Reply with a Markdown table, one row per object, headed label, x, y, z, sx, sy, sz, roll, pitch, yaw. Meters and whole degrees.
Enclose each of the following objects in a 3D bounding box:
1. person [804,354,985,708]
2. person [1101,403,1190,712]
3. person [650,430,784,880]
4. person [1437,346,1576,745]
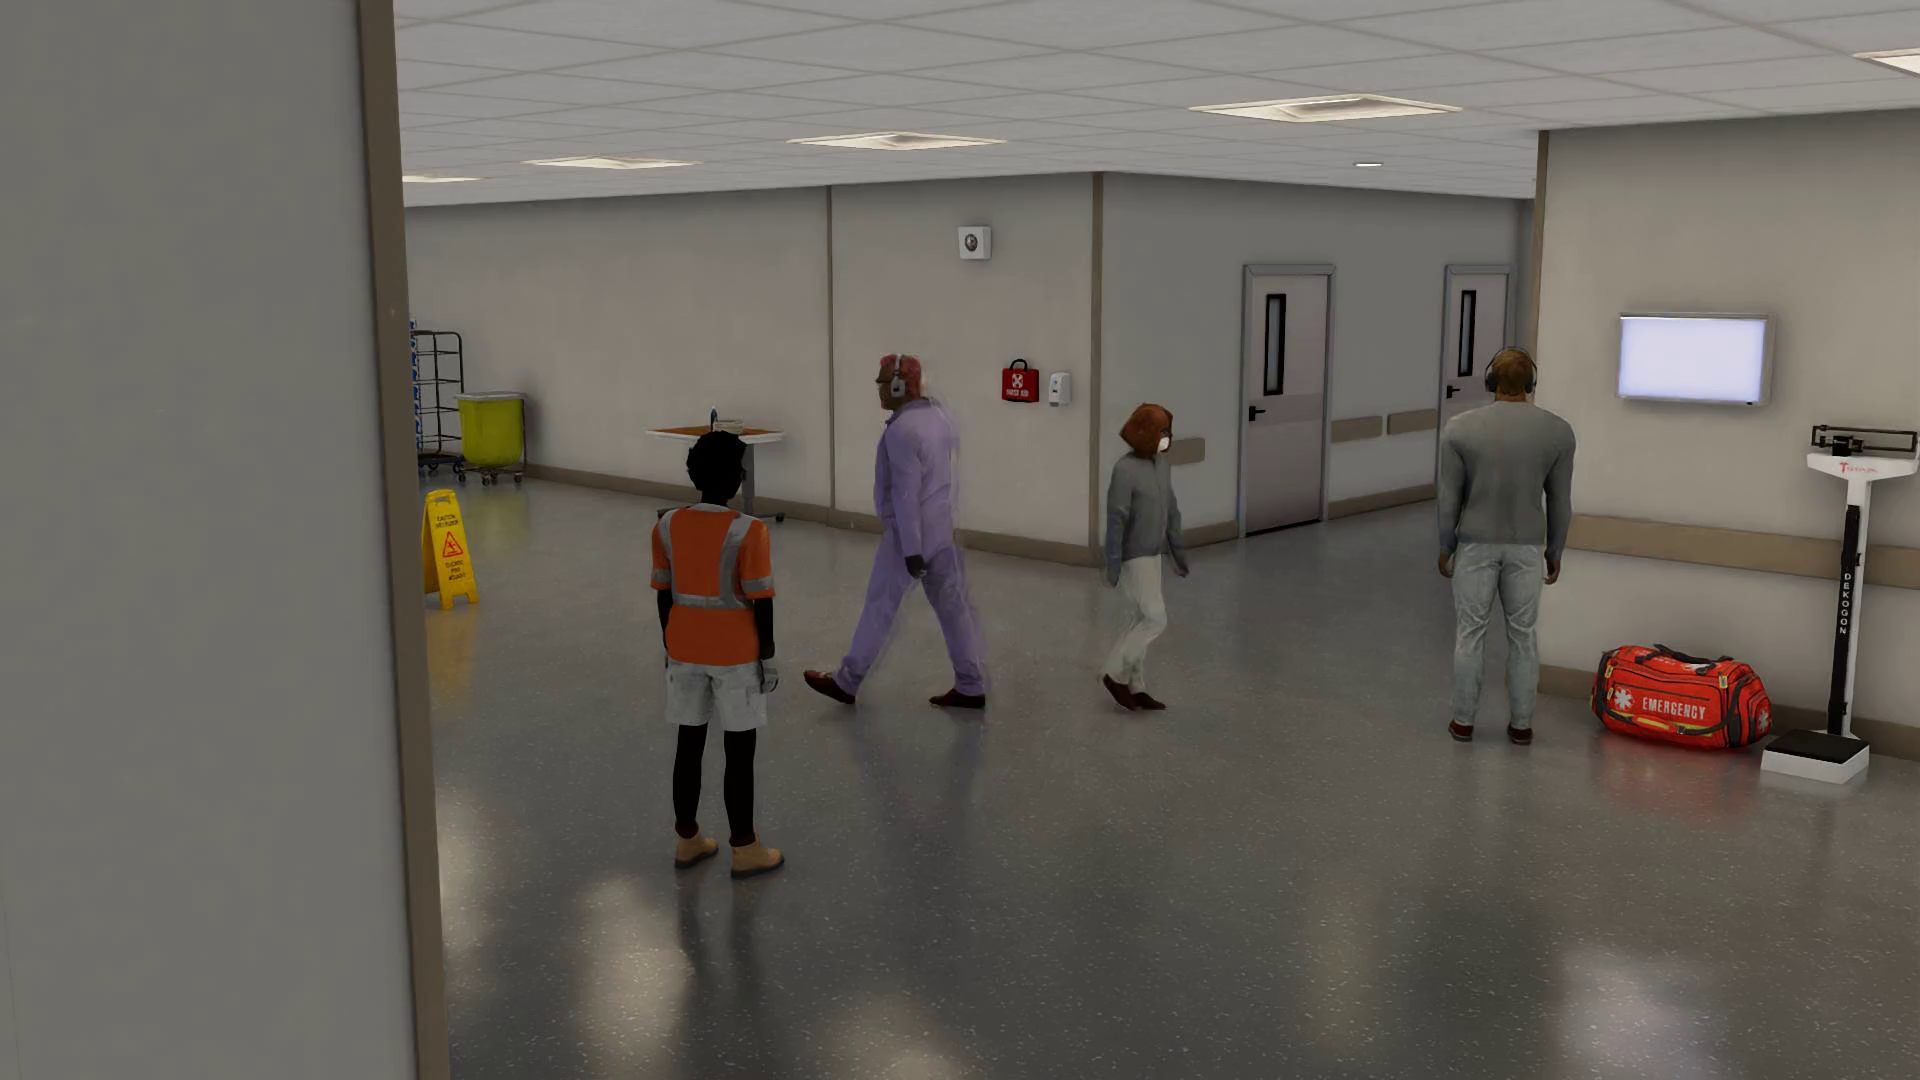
| label | x | y | z | sx | sy | sz | roll | pitch | yaw |
| --- | --- | --- | --- | --- | --- | --- | --- | --- | --- |
| person | -0.303 | -0.037 | 8.699 | 0.973 | 1.855 | 0.656 | 4 | 10 | 22 |
| person | 0.965 | 0.102 | 8.569 | 0.360 | 1.615 | 0.493 | 5 | 11 | 29 |
| person | -0.917 | 0.433 | 6.311 | 0.540 | 1.695 | 0.317 | 5 | 10 | 27 |
| person | 2.622 | 0.036 | 8.053 | 0.623 | 1.932 | 0.367 | 1 | 9 | 9 |
